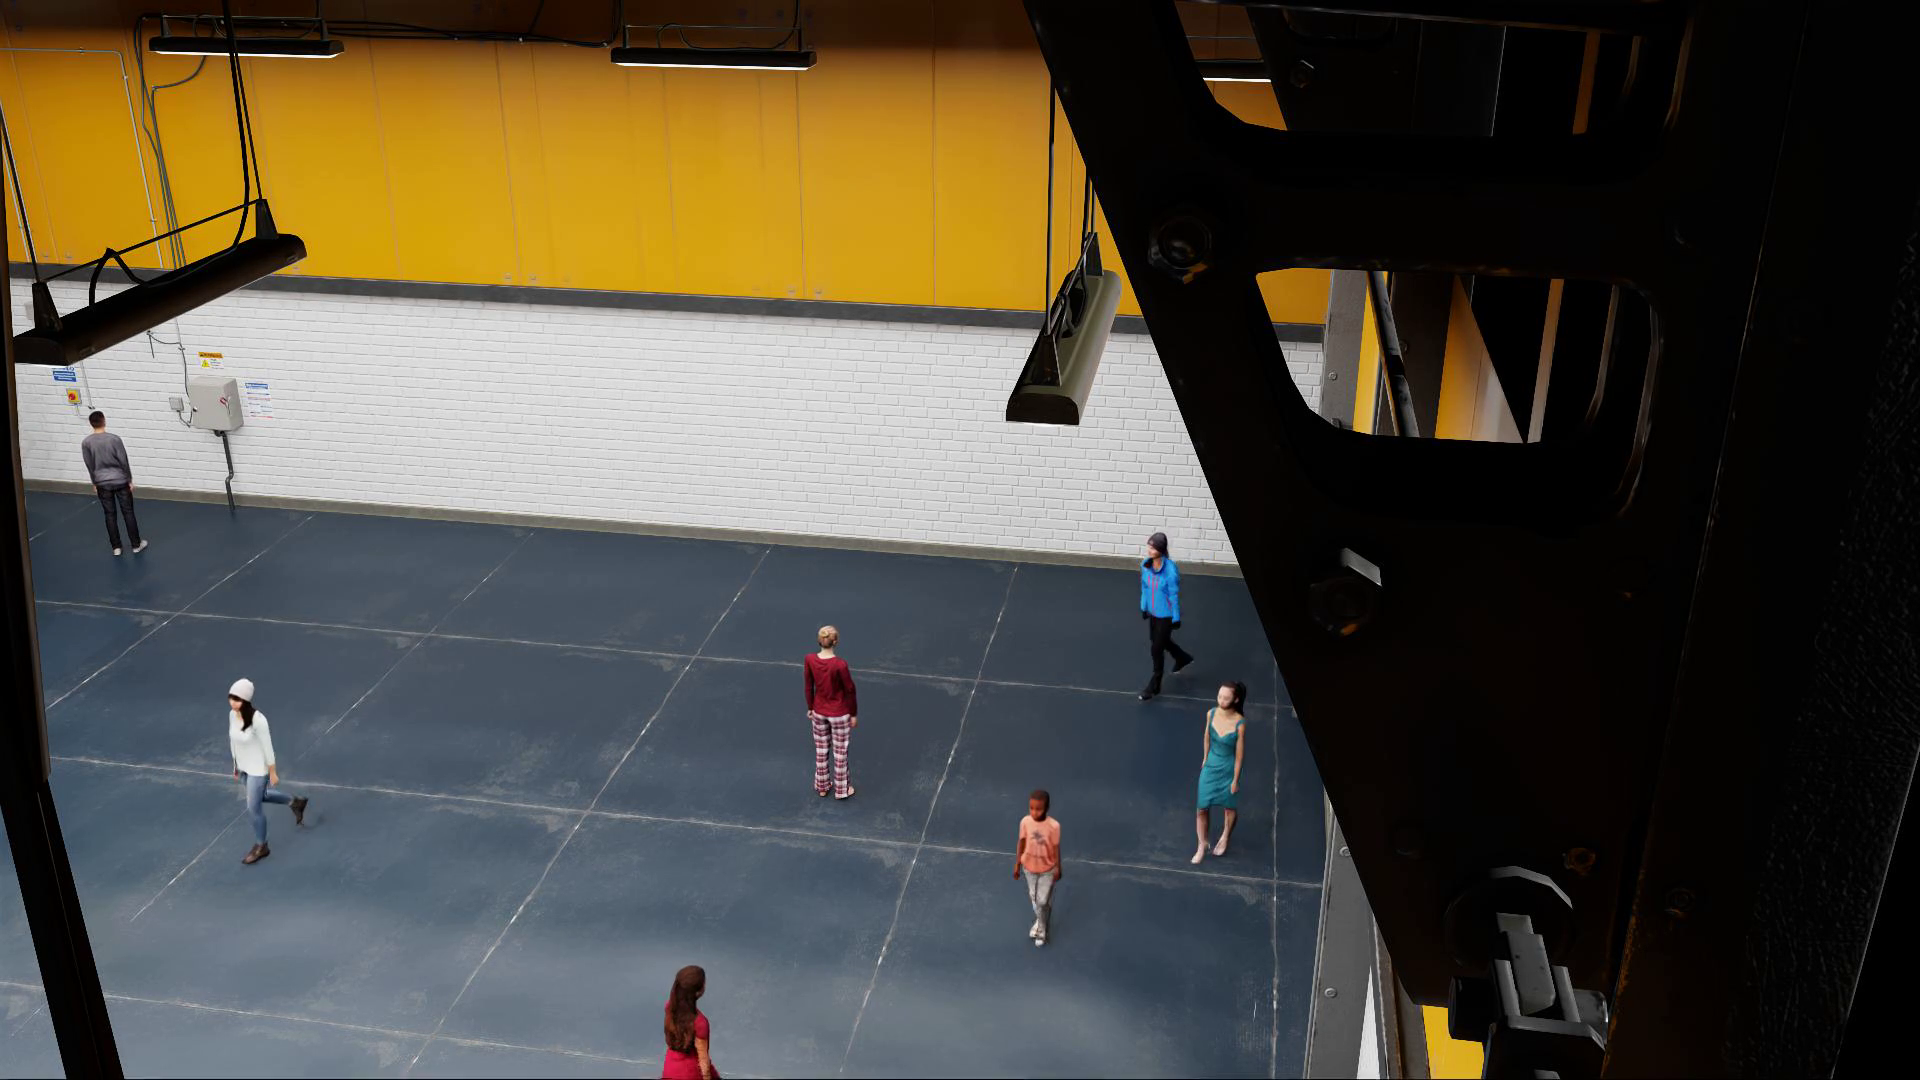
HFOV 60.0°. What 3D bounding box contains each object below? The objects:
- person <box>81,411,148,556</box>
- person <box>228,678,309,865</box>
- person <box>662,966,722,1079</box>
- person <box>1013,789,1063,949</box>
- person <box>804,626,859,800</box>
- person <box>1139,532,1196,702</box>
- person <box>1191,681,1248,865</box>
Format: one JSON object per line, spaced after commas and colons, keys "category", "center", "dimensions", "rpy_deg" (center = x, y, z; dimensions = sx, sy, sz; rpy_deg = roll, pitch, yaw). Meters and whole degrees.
{"category": "person", "center": [-9.981, -0.678, 19.576], "dimensions": [0.696, 1.760, 0.684], "rpy_deg": [-6, 24, -13]}
{"category": "person", "center": [-5.841, 1.866, 13.920], "dimensions": [0.817, 1.629, 1.037], "rpy_deg": [15, 27, 30]}
{"category": "person", "center": [-1.775, 3.398, 10.537], "dimensions": [0.757, 1.531, 1.003], "rpy_deg": [14, 27, 29]}
{"category": "person", "center": [0.642, 2.482, 12.921], "dimensions": [0.557, 1.300, 0.613], "rpy_deg": [11, 26, 23]}
{"category": "person", "center": [-1.137, 1.502, 14.666], "dimensions": [0.660, 1.699, 0.567], "rpy_deg": [9, 25, 19]}
{"category": "person", "center": [2.049, 0.721, 16.365], "dimensions": [1.076, 1.769, 1.012], "rpy_deg": [-14, 27, -30]}
{"category": "person", "center": [2.230, 1.898, 13.799], "dimensions": [0.749, 1.668, 0.820], "rpy_deg": [18, 30, 36]}
